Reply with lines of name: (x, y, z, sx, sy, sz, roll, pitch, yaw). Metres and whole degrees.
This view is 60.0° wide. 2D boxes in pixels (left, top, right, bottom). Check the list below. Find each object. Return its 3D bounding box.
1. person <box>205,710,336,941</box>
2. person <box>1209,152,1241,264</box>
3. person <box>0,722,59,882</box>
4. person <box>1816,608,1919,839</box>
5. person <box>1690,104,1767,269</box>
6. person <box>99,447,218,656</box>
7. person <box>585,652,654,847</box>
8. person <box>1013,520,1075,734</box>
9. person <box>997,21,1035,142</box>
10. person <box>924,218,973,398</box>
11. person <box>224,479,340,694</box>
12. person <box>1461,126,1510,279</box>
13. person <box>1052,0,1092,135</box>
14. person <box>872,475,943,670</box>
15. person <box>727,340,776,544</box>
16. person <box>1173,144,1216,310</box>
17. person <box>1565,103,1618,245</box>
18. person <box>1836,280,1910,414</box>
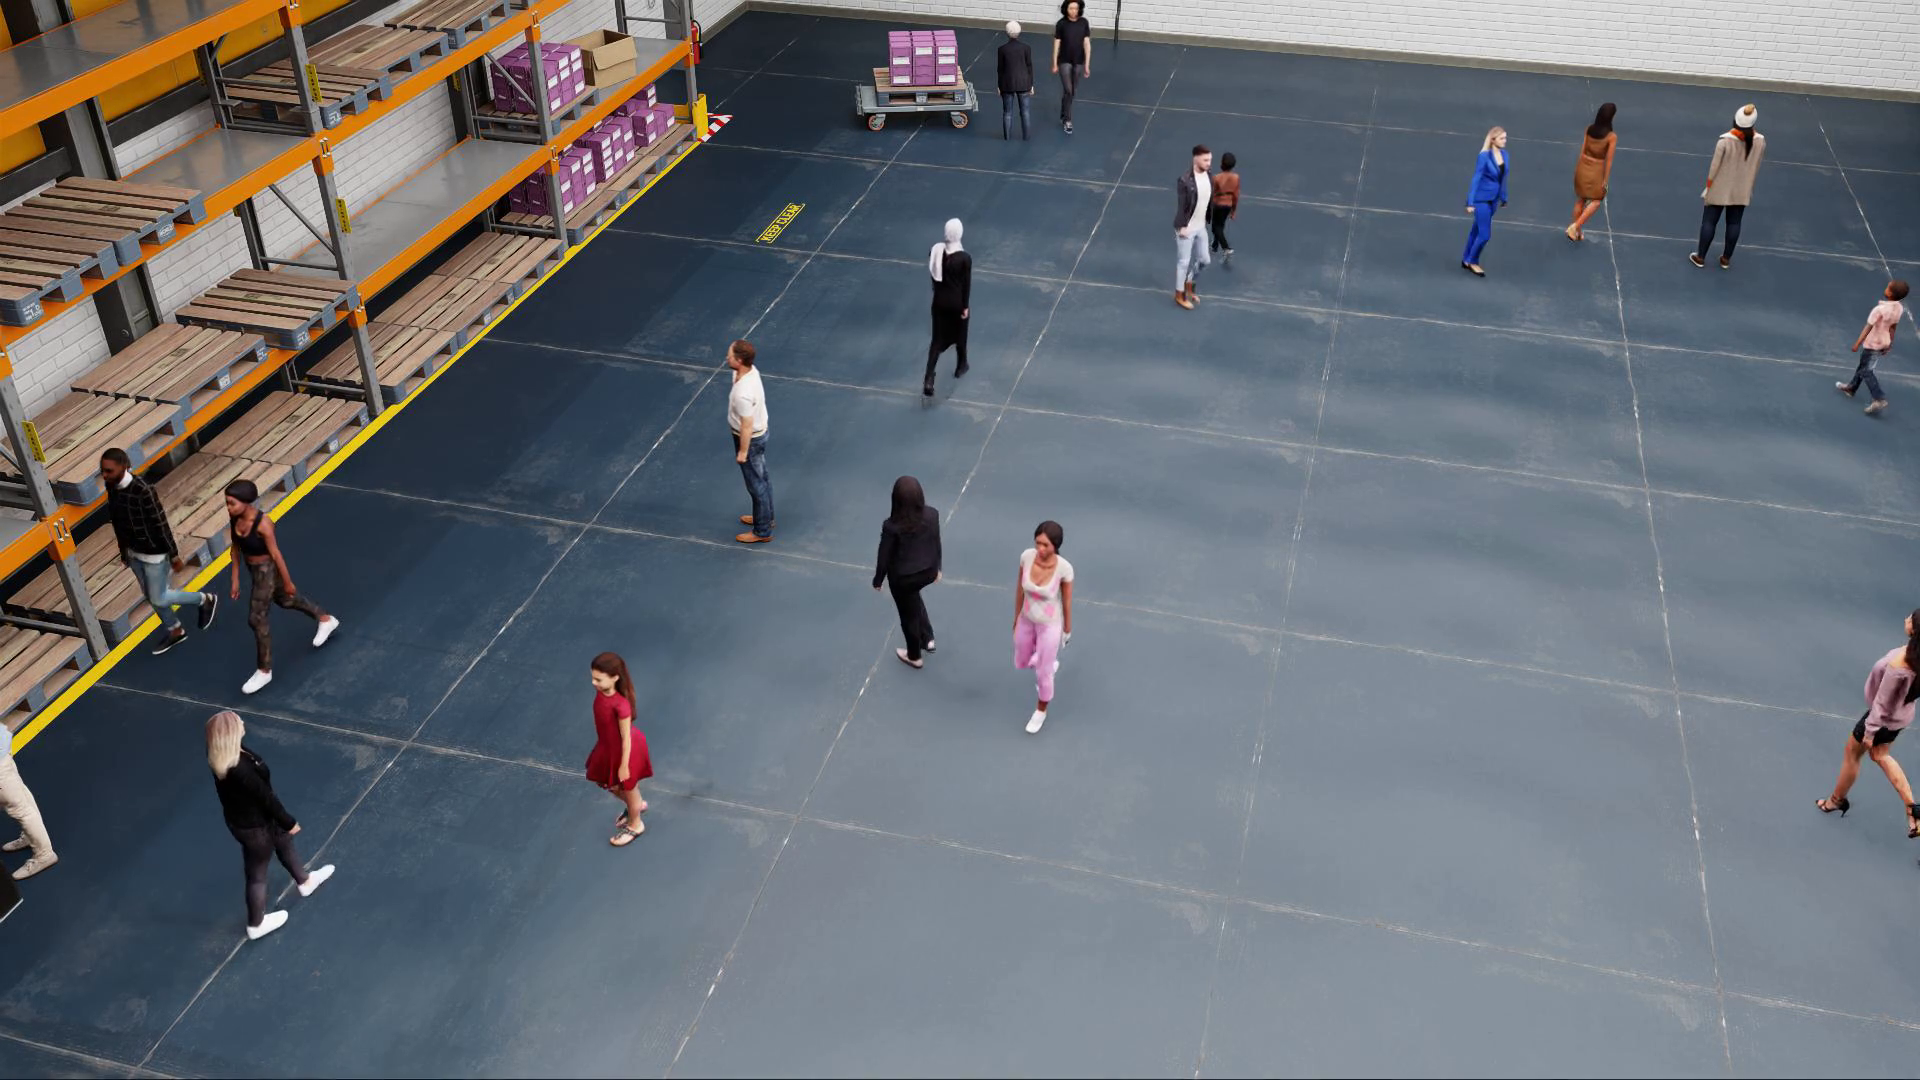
person: (-4.385, 1.783, 10.108, 1.005, 1.663, 0.869, -28, 43, -36)
person: (2.981, -3.751, 18.816, 0.802, 1.239, 0.923, -12, 35, -17)
person: (-6.161, 1.354, 10.587, 0.785, 1.847, 0.728, -18, 38, -25)
person: (6.106, 1.227, 10.823, 0.985, 1.796, 1.041, -19, 38, -26)
person: (8.584, -3.956, 18.537, 0.706, 1.889, 0.685, 5, 34, 7)
person: (-6.065, 0.024, 12.626, 0.823, 1.803, 0.896, 18, 38, 25)
person: (-2.174, 1.323, 10.904, 0.764, 1.546, 0.705, -24, 40, -31)
person: (0.622, 0.562, 11.885, 0.715, 1.729, 0.877, 18, 38, 25)
person: (0.788, -6.022, 22.145, 0.762, 1.777, 0.643, 3, 34, 4)
person: (-0.141, -2.207, 16.035, 0.702, 1.745, 1.168, 12, 35, 18)
person: (-5.118, 0.233, 12.449, 0.859, 1.652, 1.213, 22, 39, 29)
person: (5.749, -3.780, 18.452, 0.762, 1.690, 0.839, -23, 40, -30)
person: (1.465, -6.451, 22.360, 0.830, 1.813, 0.912, -10, 35, -15)
person: (-0.303, 0.292, 12.407, 0.746, 1.600, 0.840, -28, 43, -35)
person: (-1.727, -0.835, 13.870, 0.763, 1.856, 0.578, 2, 34, 3)
person: (2.411, -3.370, 17.716, 0.741, 1.822, 0.808, -19, 38, -27)
person: (7.163, -4.144, 19.009, 0.864, 1.679, 0.781, -24, 41, -32)
person: (8.802, -1.853, 15.908, 0.827, 1.297, 0.930, -14, 36, -19)
